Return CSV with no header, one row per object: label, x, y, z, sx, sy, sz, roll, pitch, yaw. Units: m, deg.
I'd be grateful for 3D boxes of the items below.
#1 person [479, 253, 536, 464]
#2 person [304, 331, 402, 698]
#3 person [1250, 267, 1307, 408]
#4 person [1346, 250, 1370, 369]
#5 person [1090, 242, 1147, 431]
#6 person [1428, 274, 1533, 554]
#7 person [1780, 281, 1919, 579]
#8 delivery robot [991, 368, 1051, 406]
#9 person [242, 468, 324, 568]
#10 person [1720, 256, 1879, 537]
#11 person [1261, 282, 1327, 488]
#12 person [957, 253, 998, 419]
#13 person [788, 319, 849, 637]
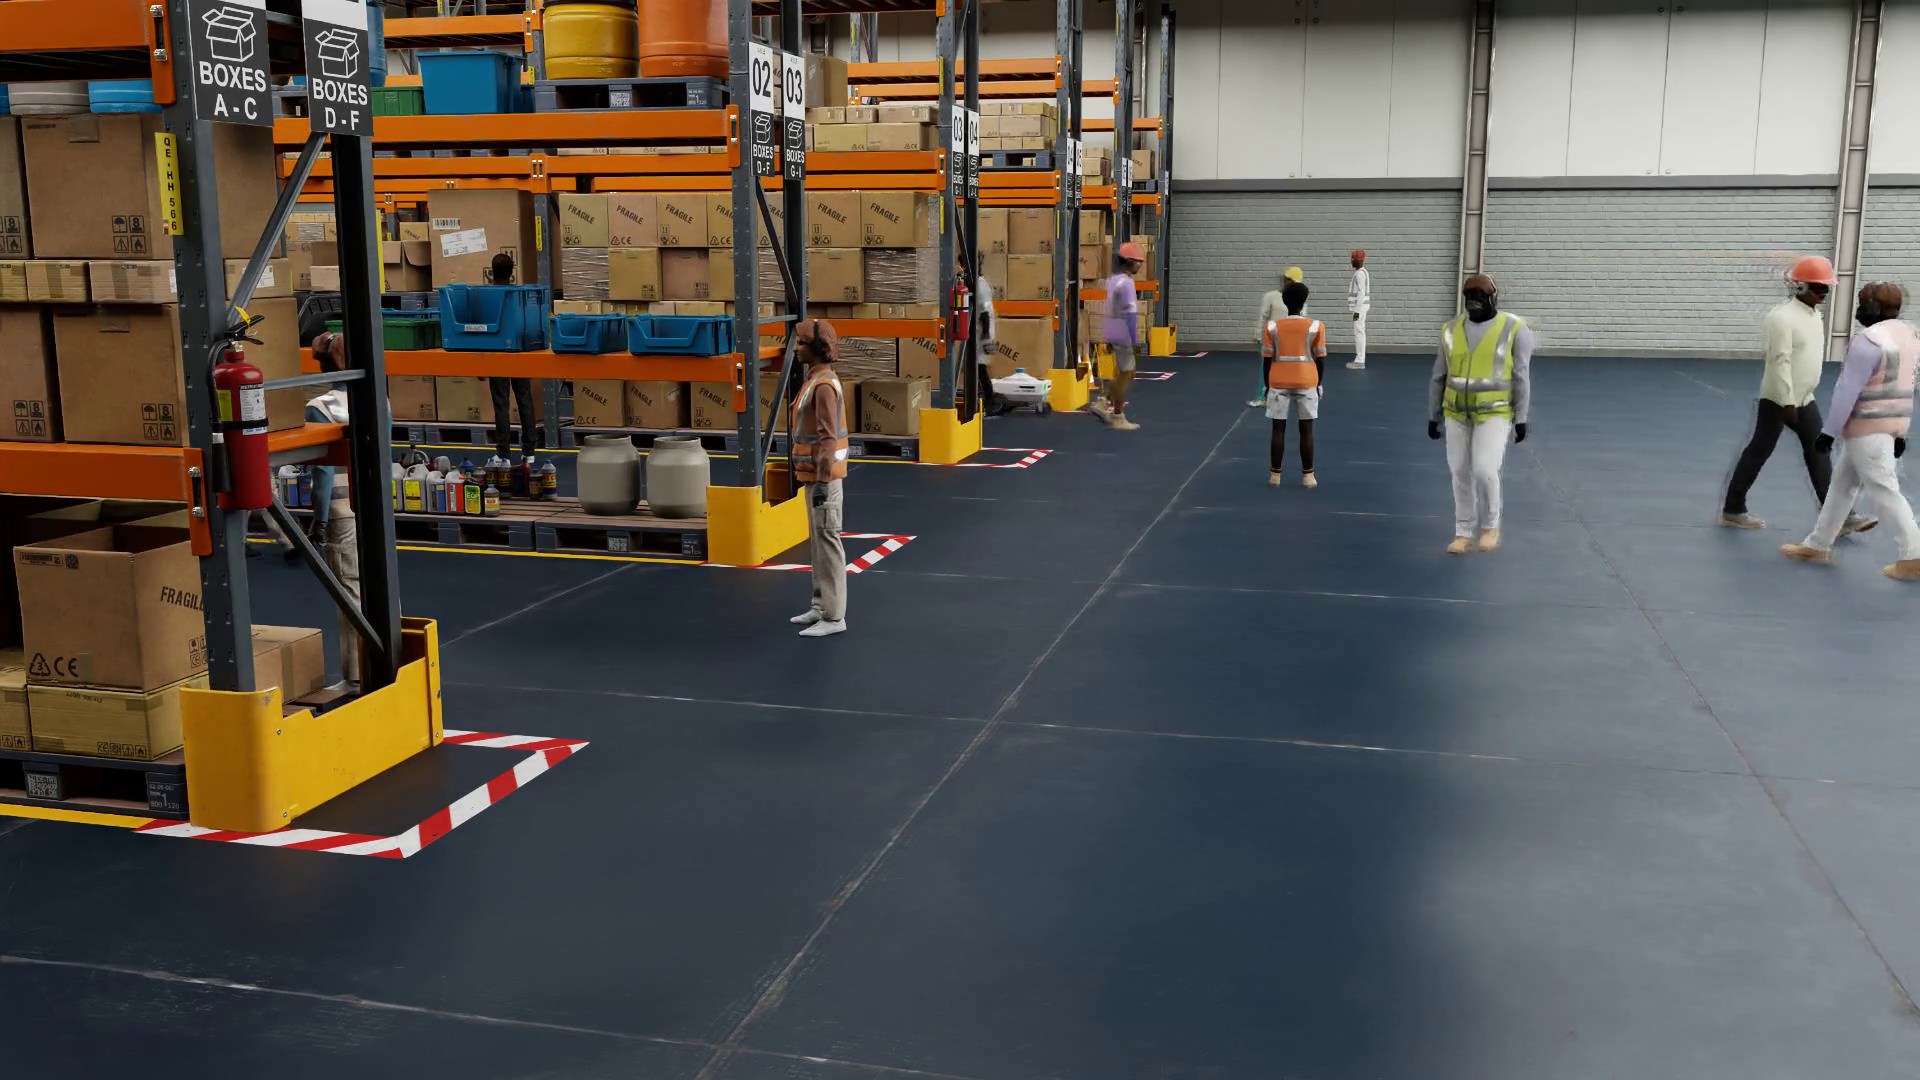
person,-4.118,-1.639,15.157,0.592,1.920,0.392,-8,13,-38
person,-2.722,-0.111,7.462,0.309,1.639,0.523,3,11,18
person,3.873,-2.426,20.054,0.595,1.722,0.448,1,10,7
person,6.350,-3.669,26.506,0.352,1.881,0.576,3,11,17
person,1.747,-2.160,17.755,0.483,2.020,0.608,-1,10,-6
person,3.344,-0.804,10.786,0.649,1.823,0.458,9,13,40
person,5.596,-0.680,10.187,0.627,1.799,0.954,-9,13,-40
delivery robot,0.700,-1.767,19.388,0.707,0.478,0.477,3,11,14
person,-4.353,-0.730,10.435,0.886,1.796,0.615,2,10,10
person,5.806,-0.982,11.485,0.635,1.925,1.037,-8,13,-36
person,2.747,-1.270,13.722,0.530,1.697,0.321,3,11,16
person,0.172,-2.310,18.832,0.619,1.928,0.636,-1,10,-8
person,-0.728,-0.322,8.631,0.306,1.640,0.521,-2,10,-12
